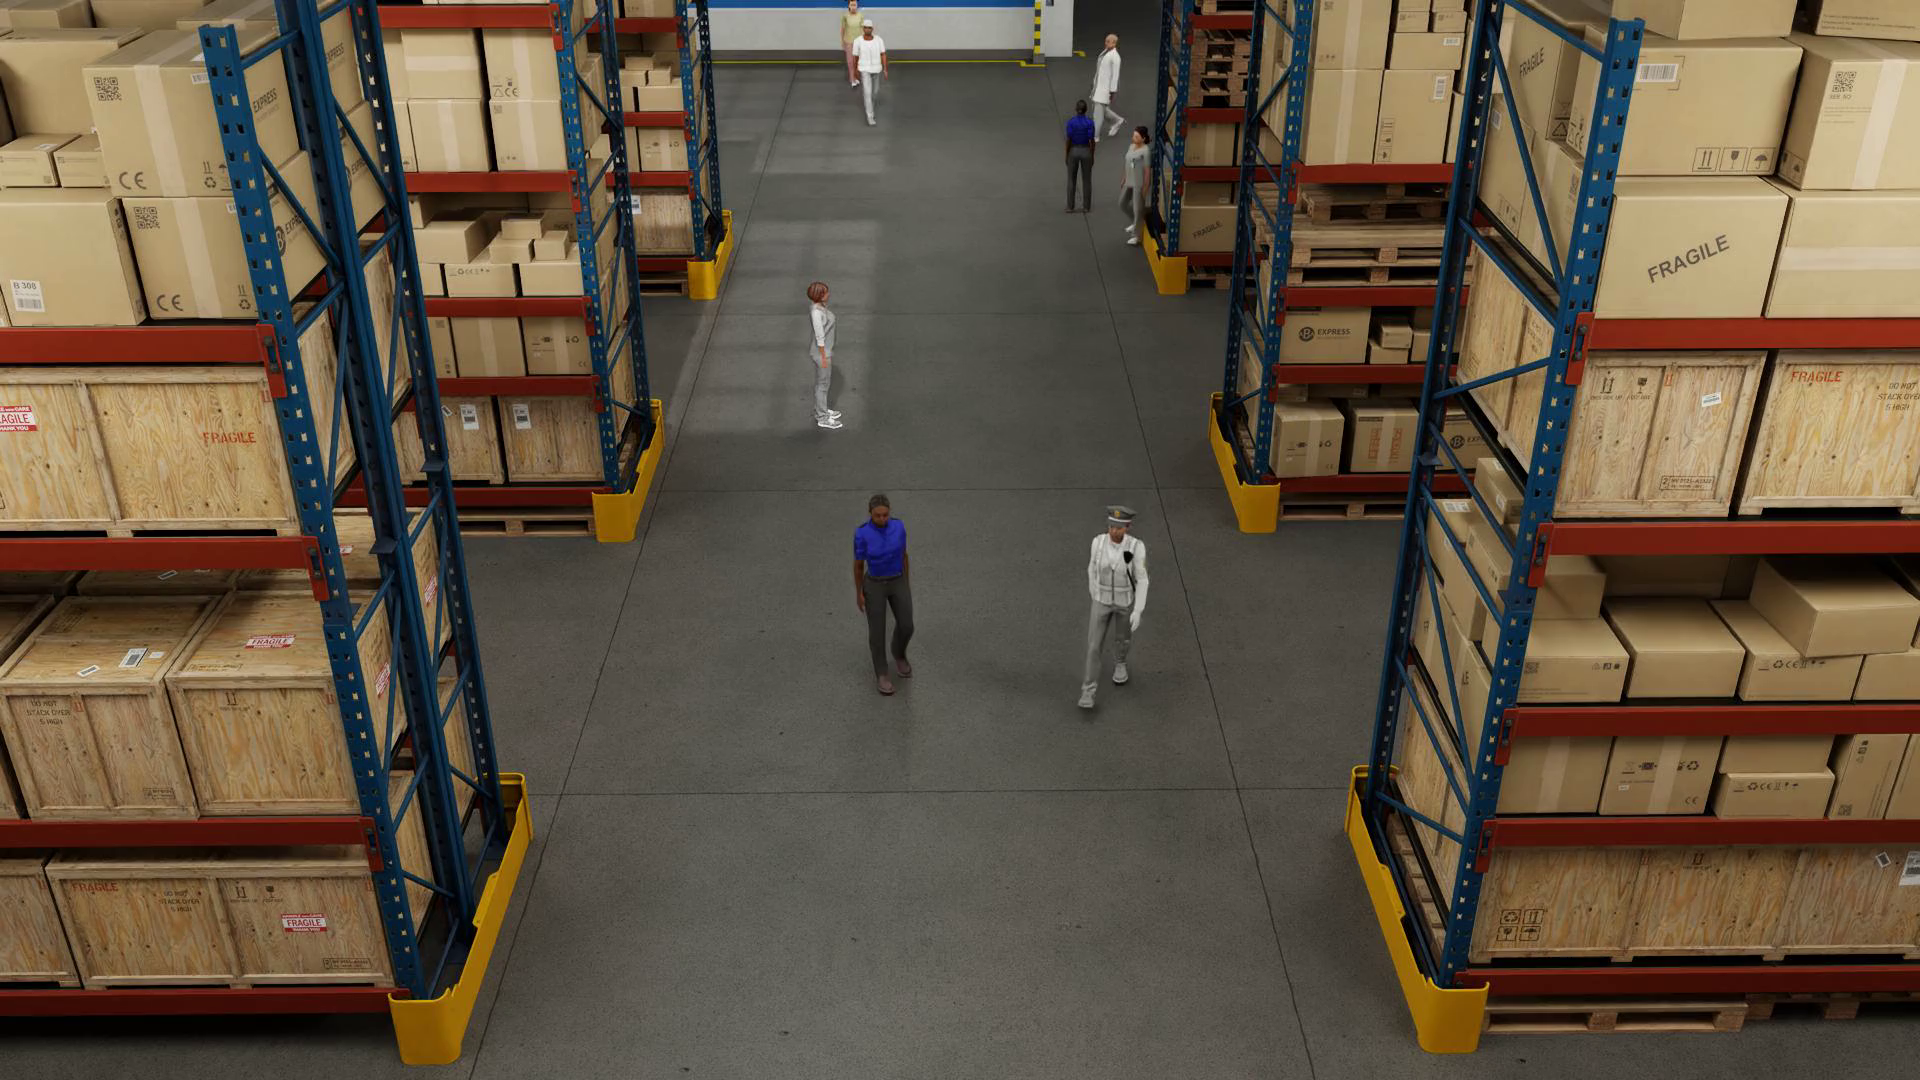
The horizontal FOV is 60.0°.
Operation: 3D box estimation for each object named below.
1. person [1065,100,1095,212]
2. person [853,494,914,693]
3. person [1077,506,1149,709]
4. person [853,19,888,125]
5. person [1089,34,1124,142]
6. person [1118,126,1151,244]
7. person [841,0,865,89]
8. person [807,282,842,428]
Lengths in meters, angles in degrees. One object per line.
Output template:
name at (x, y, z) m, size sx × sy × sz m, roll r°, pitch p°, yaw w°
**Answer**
person at (1.771, -5.686, 24.597) m, size 0.439 × 1.659 × 0.338 m, roll 1°, pitch 28°, yaw 2°
person at (-0.593, 0.401, 13.233) m, size 0.472 × 1.665 × 0.470 m, roll -10°, pitch 30°, yaw -18°
person at (1.207, 0.521, 13.004) m, size 0.503 × 1.659 × 0.914 m, roll 7°, pitch 29°, yaw 12°
person at (-1.576, -8.287, 29.339) m, size 0.558 × 1.731 × 1.020 m, roll -9°, pitch 30°, yaw -16°
person at (2.416, -7.644, 28.105) m, size 0.884 × 1.760 × 0.583 m, roll -7°, pitch 29°, yaw -12°
person at (2.505, -5.007, 23.297) m, size 0.496 × 1.667 × 0.570 m, roll -16°, pitch 32°, yaw -27°
person at (-1.988, -9.407, 31.492) m, size 0.464 × 1.636 × 0.957 m, roll -7°, pitch 29°, yaw -12°
person at (-1.455, -1.999, 17.800) m, size 0.329 × 1.601 × 0.398 m, roll -3°, pitch 28°, yaw -5°
